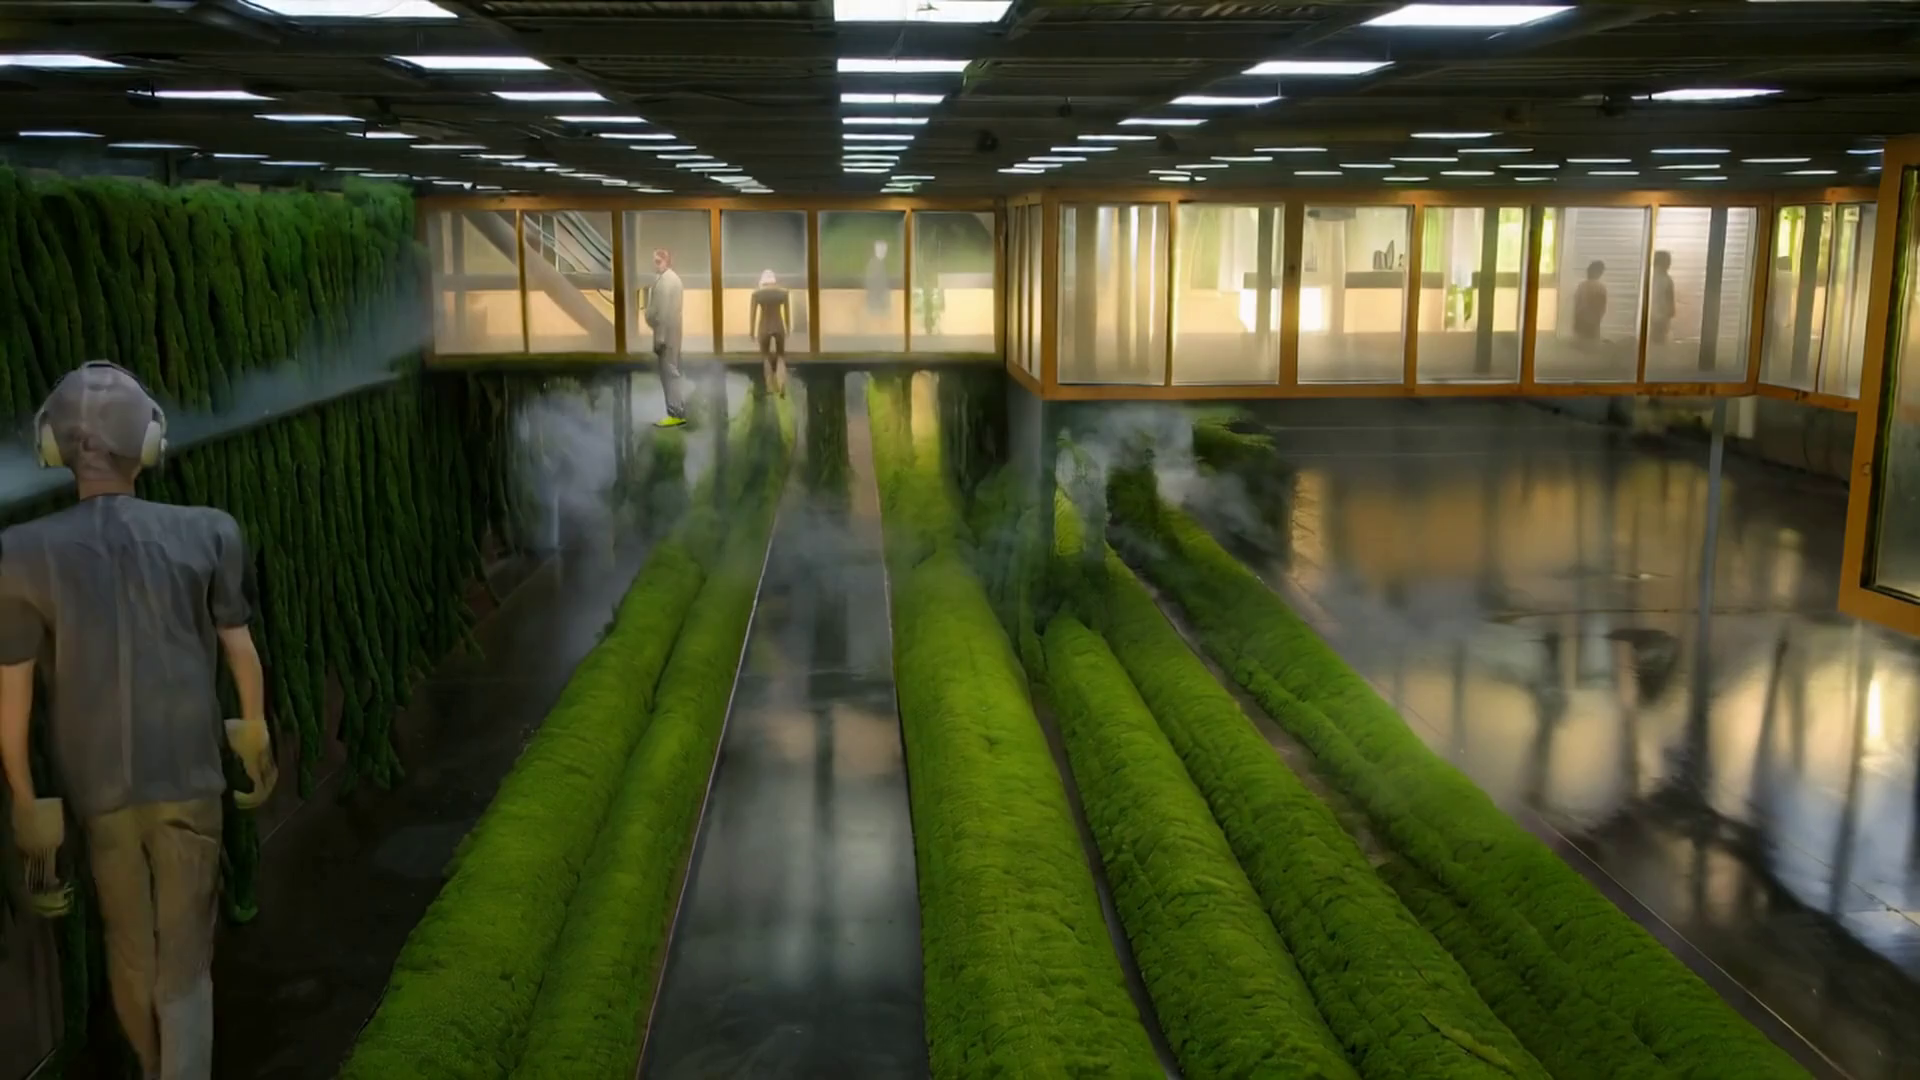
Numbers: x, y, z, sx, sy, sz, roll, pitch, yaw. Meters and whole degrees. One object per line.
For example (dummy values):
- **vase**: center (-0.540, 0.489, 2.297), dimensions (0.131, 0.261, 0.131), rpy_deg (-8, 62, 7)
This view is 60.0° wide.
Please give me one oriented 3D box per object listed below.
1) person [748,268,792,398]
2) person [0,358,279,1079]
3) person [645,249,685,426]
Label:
- **person**: center (-2.412, -2.613, 21.011), dimensions (0.533, 1.618, 0.461), rpy_deg (-3, 11, -16)
- **person**: center (-1.775, 0.520, 3.634), dimensions (0.505, 1.818, 0.985), rpy_deg (-4, 11, -20)
- **person**: center (-3.188, -2.182, 17.960), dimensions (0.402, 1.904, 0.652), rpy_deg (1, 11, 3)
